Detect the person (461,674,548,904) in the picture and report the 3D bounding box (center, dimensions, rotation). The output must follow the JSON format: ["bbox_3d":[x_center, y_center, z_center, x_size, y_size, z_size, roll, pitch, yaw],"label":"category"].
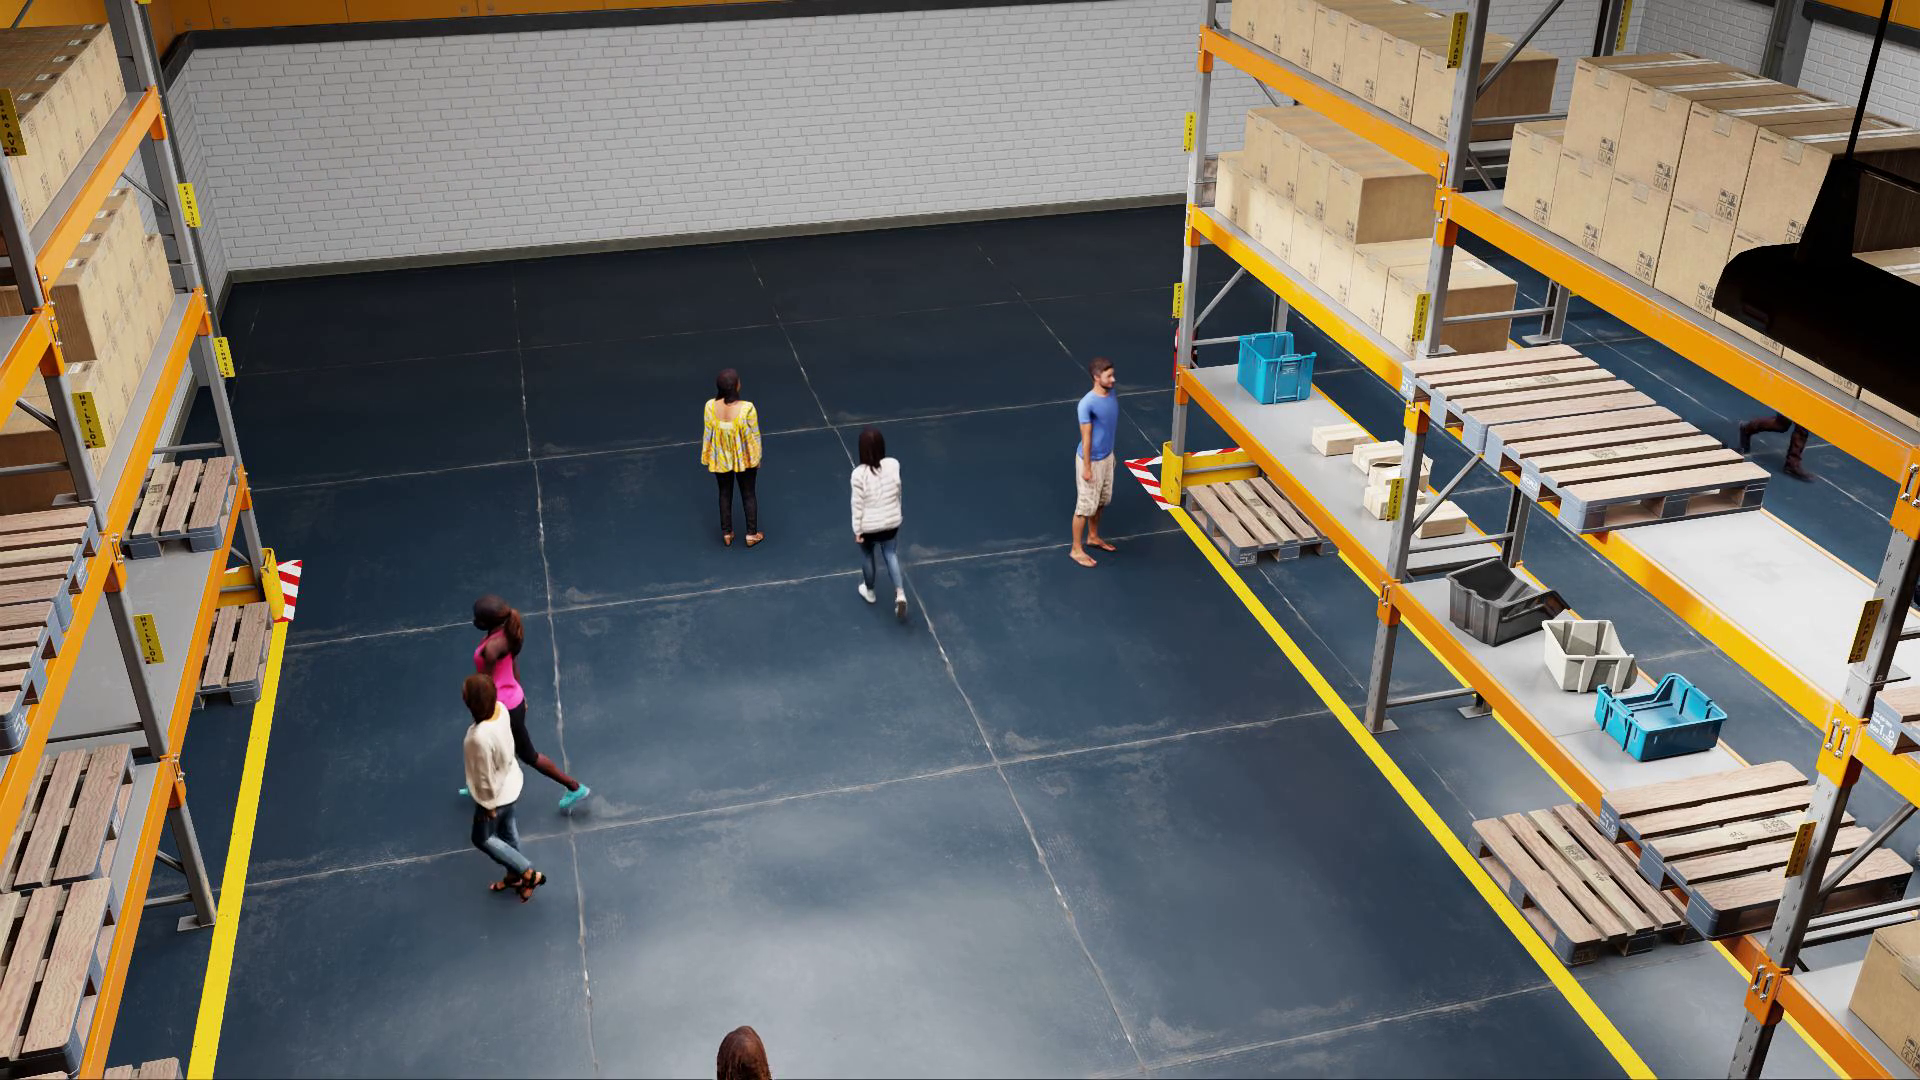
[{"bbox_3d":[-2.800,1.542,10.336,0.782,1.673,0.684,2,29,3],"label":"person"}]

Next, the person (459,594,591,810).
[{"bbox_3d":[-2.928,1.138,11.067,0.773,1.682,1.130,-2,29,-3],"label":"person"}]

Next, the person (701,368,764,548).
[{"bbox_3d":[-1.968,-0.710,14.484,0.849,1.654,0.895,5,29,9],"label":"person"}]

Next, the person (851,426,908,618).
[{"bbox_3d":[-0.627,-0.129,13.455,0.699,1.619,0.985,-12,31,-21],"label":"person"}]

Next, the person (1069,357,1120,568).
[{"bbox_3d":[1.160,-0.709,14.265,0.762,1.862,0.730,20,34,32],"label":"person"}]

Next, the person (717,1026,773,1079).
[{"bbox_3d":[-0.955,3.037,7.546,0.564,1.720,1.105,-9,30,-16],"label":"person"}]
